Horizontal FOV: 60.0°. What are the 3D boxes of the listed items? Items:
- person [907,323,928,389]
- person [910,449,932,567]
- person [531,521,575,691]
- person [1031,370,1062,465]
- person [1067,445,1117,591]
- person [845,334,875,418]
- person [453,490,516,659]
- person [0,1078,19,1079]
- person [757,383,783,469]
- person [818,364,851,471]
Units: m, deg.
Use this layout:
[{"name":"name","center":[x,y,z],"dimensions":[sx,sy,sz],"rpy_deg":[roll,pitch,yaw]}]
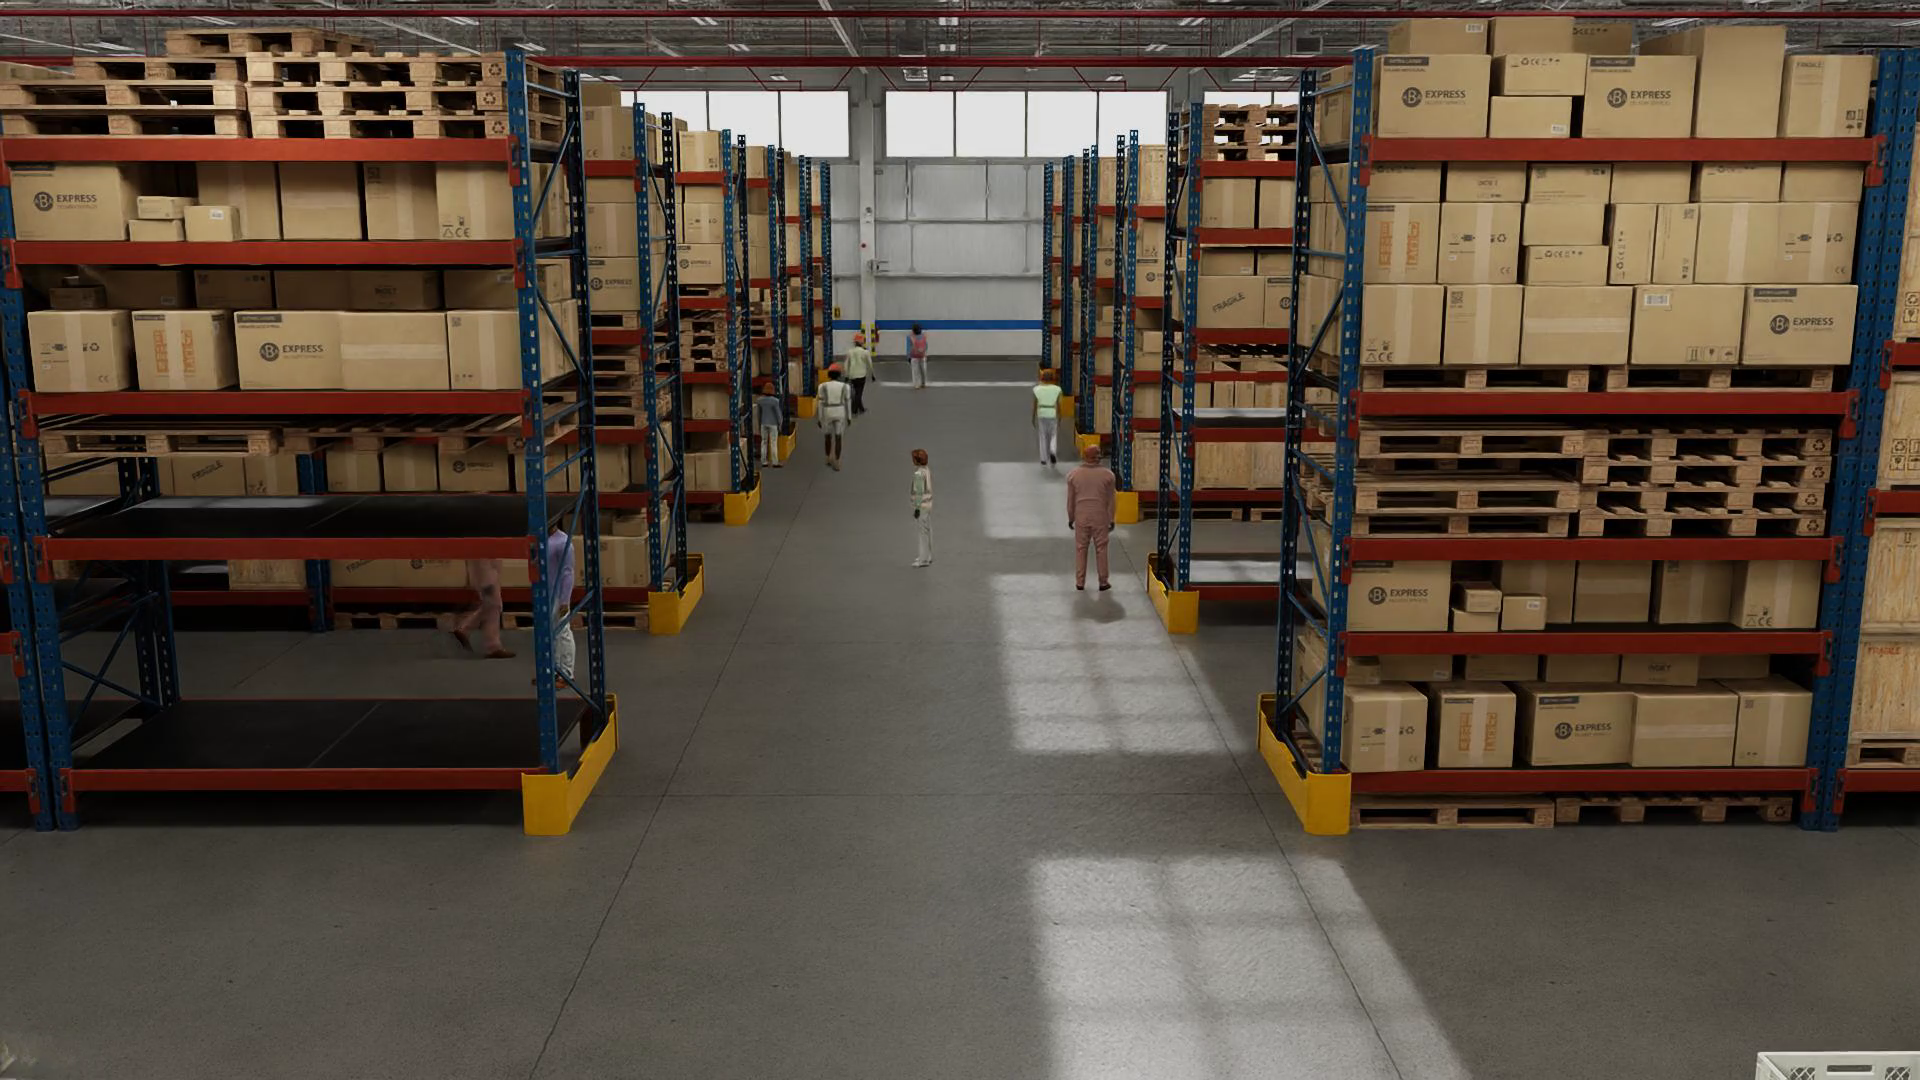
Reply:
[{"name":"person","center":[-1.146,-4.958,44.956],"dimensions":[0.644,1.803,0.569],"rpy_deg":[-4,12,-19]},{"name":"person","center":[-0.535,-0.449,23.015],"dimensions":[0.310,1.638,0.523],"rpy_deg":[2,12,9]},{"name":"person","center":[-4.205,0.583,17.155],"dimensions":[0.630,1.940,0.372],"rpy_deg":[11,16,42]},{"name":"person","center":[1.662,-2.356,32.000],"dimensions":[0.579,1.831,0.490],"rpy_deg":[0,11,1]},{"name":"person","center":[1.709,-0.289,21.566],"dimensions":[0.643,1.905,0.400],"rpy_deg":[3,12,13]},{"name":"person","center":[-2.387,-3.860,39.178],"dimensions":[0.613,1.950,1.012],"rpy_deg":[6,13,26]},{"name":"person","center":[-5.242,0.391,18.231],"dimensions":[0.564,1.890,0.649],"rpy_deg":[-3,12,-14]},{"name":"person","center":[-3.831,2.773,6.617],"dimensions":[0.711,1.809,0.602],"rpy_deg":[1,11,4]},{"name":"person","center":[-3.611,-2.164,31.525],"dimensions":[0.499,1.634,0.279],"rpy_deg":[5,12,22]},{"name":"person","center":[-2.382,-2.346,31.536],"dimensions":[0.641,1.988,1.035],"rpy_deg":[-2,12,-9]}]
